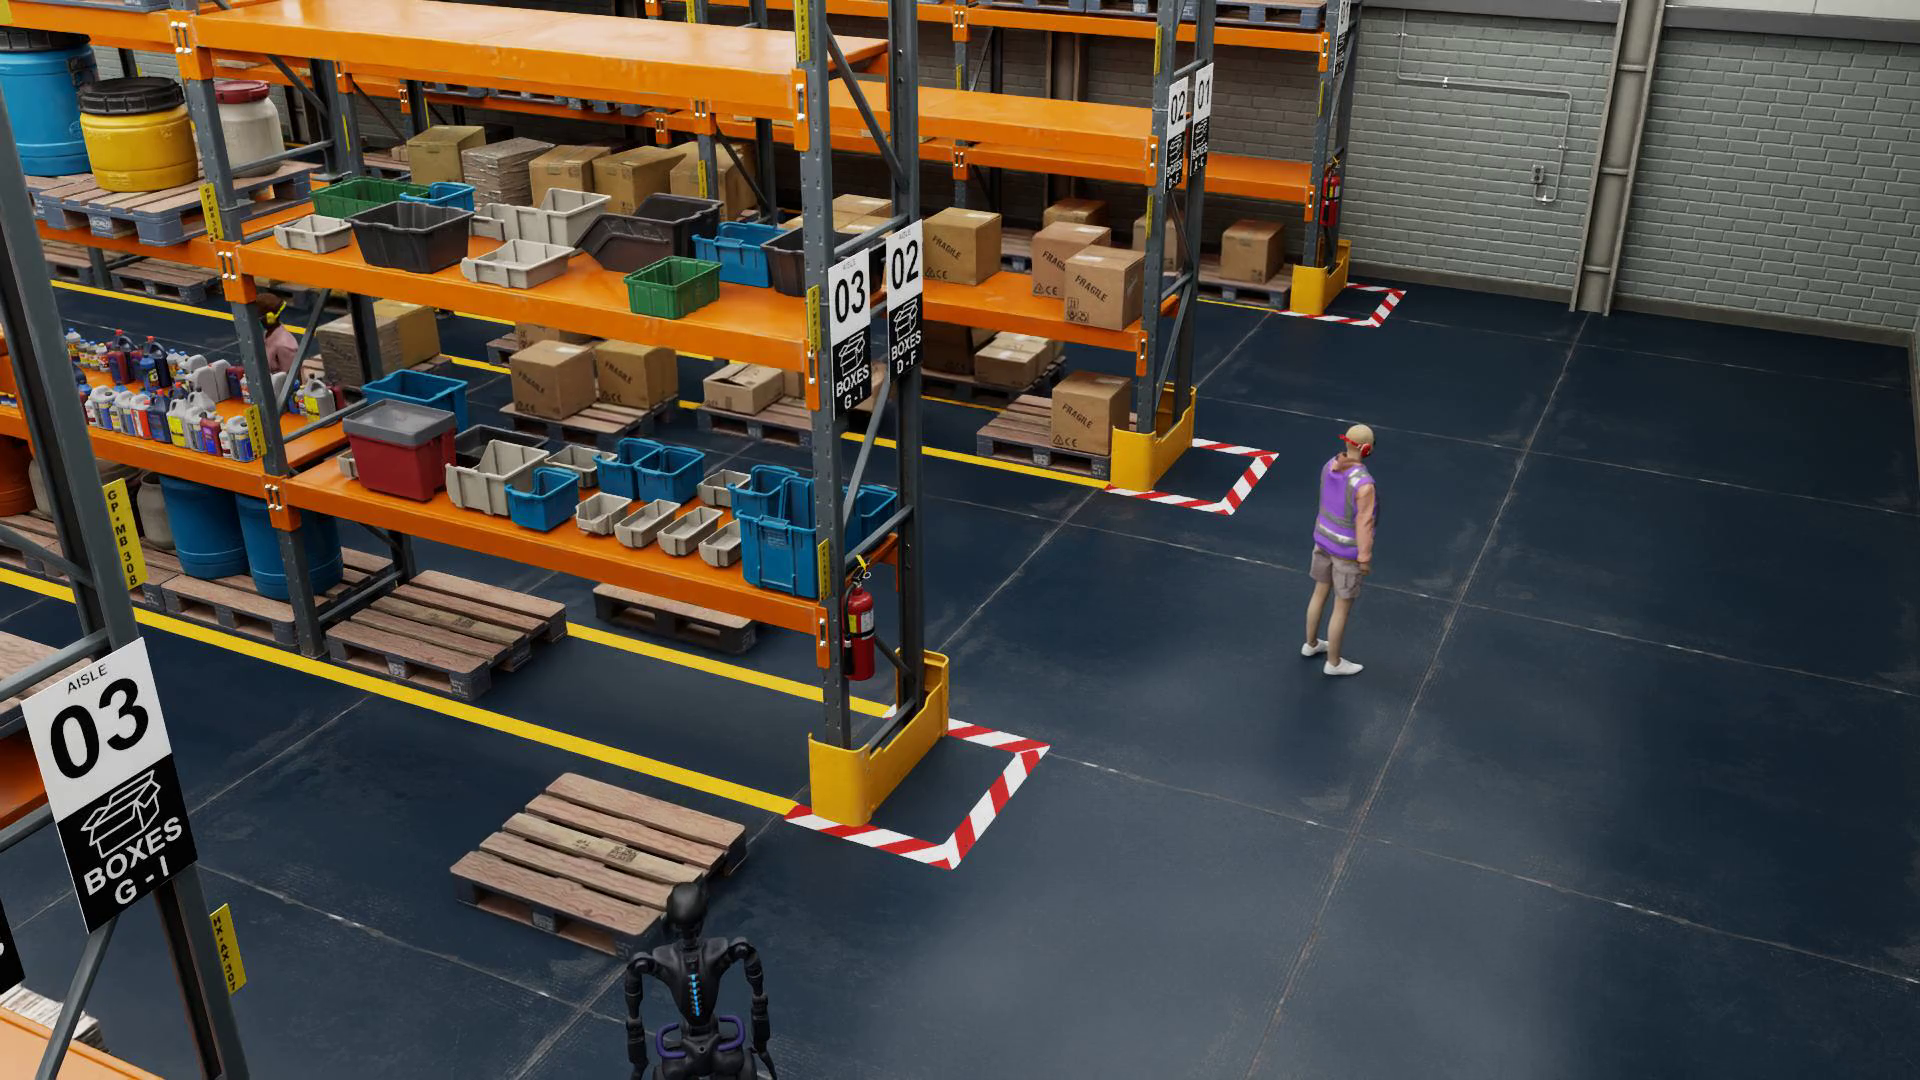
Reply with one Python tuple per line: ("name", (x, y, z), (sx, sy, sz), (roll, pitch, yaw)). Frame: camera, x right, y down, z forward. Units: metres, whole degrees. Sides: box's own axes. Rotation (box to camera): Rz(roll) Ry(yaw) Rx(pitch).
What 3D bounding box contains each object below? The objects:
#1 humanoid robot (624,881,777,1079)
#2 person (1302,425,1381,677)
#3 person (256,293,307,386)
("humanoid robot", (-1.024, 2.050, 6.546), (0.599, 1.657, 0.315), (-6, 27, -11))
("person", (2.433, 0.060, 10.584), (0.345, 1.688, 0.490), (-11, 28, -21))
("person", (-5.096, -1.010, 12.622), (0.330, 1.800, 0.538), (-18, 31, -32))
